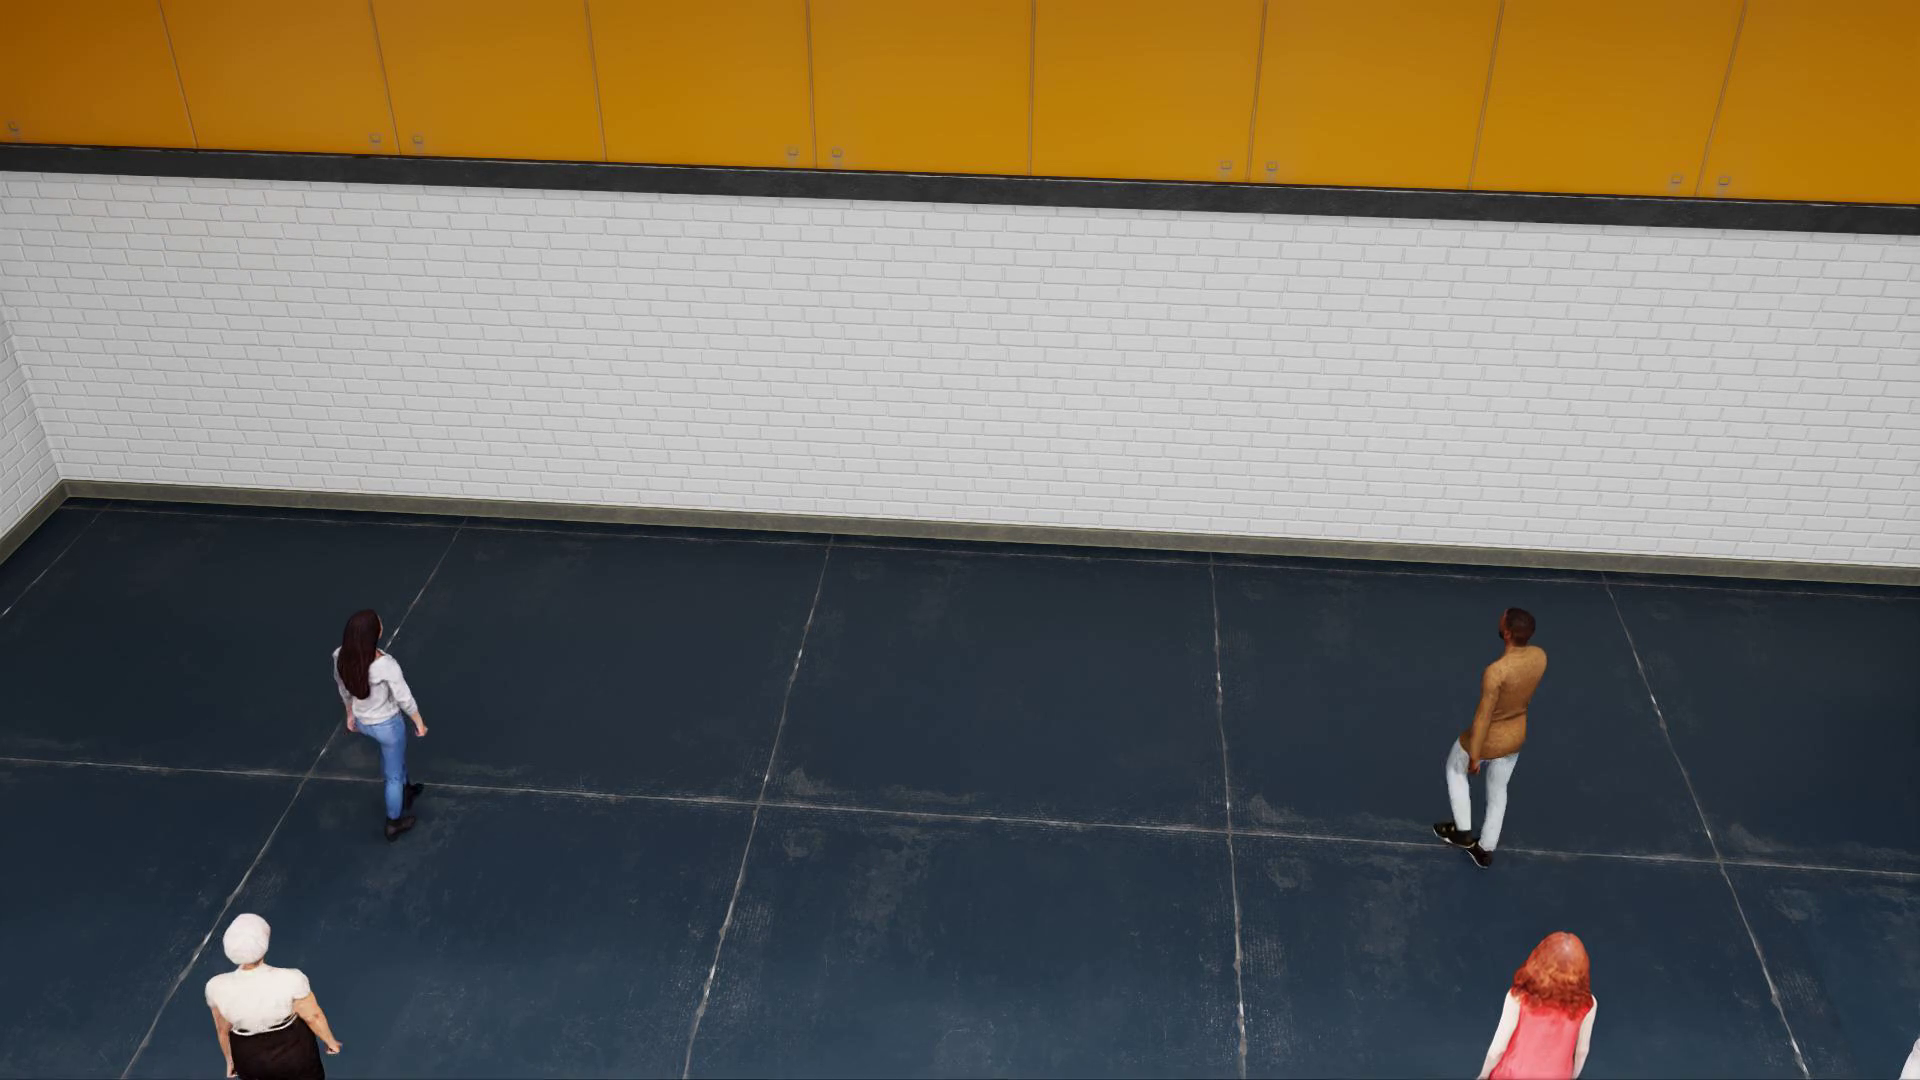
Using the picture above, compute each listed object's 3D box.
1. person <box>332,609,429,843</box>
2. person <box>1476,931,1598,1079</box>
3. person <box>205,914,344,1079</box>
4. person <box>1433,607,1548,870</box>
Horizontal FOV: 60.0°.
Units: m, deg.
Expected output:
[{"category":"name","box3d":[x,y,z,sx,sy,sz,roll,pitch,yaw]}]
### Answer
[{"category":"person","box3d":[-3.539,1.161,10.026,0.739,1.612,0.805,13,36,19]},{"category":"person","box3d":[2.664,2.524,7.782,0.599,1.826,0.500,3,34,5]},{"category":"person","box3d":[-3.254,2.497,7.896,0.762,1.744,0.800,-6,34,-9]},{"category":"person","box3d":[3.210,1.220,9.765,0.768,1.803,0.804,-14,36,-20]}]
